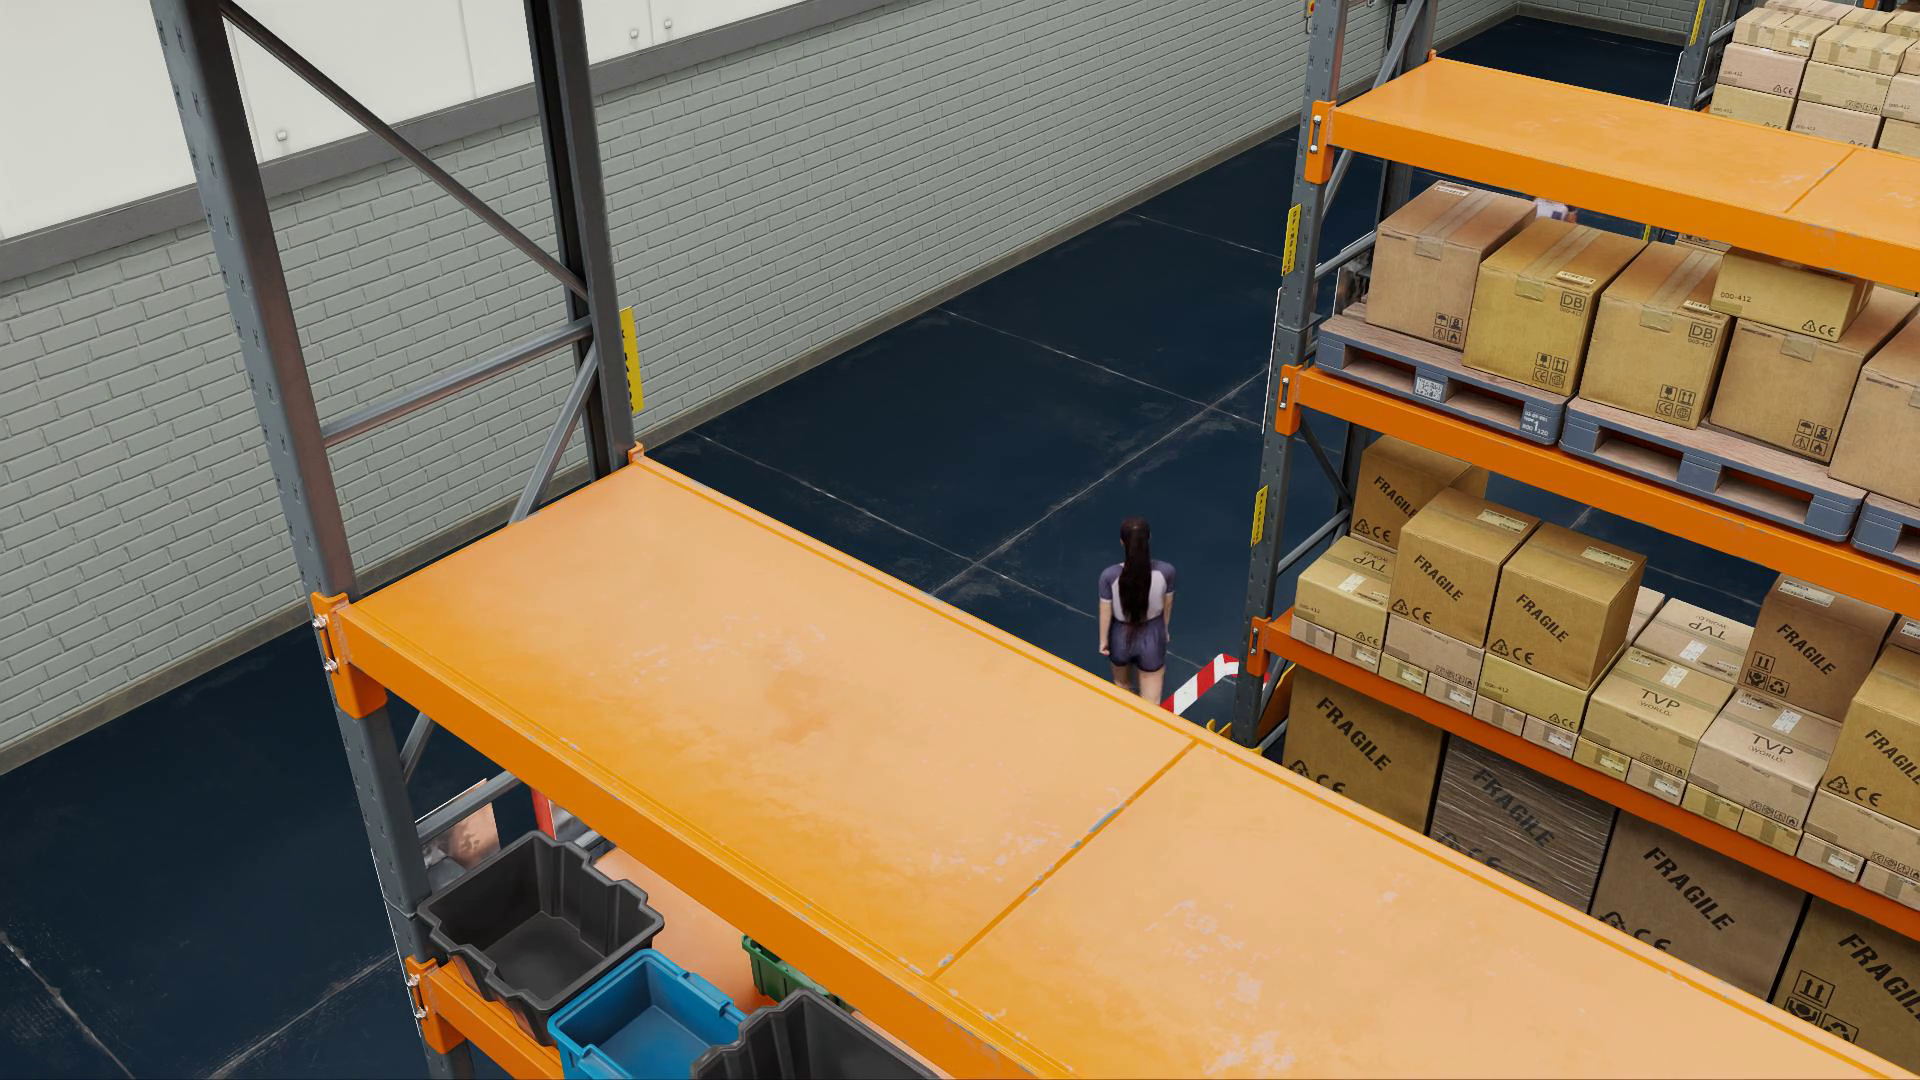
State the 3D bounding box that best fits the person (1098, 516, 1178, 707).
[{"bbox_3d":[1.012,0.649,9.427,1.030,1.614,0.993,4,33,6],"label":"person"}]
